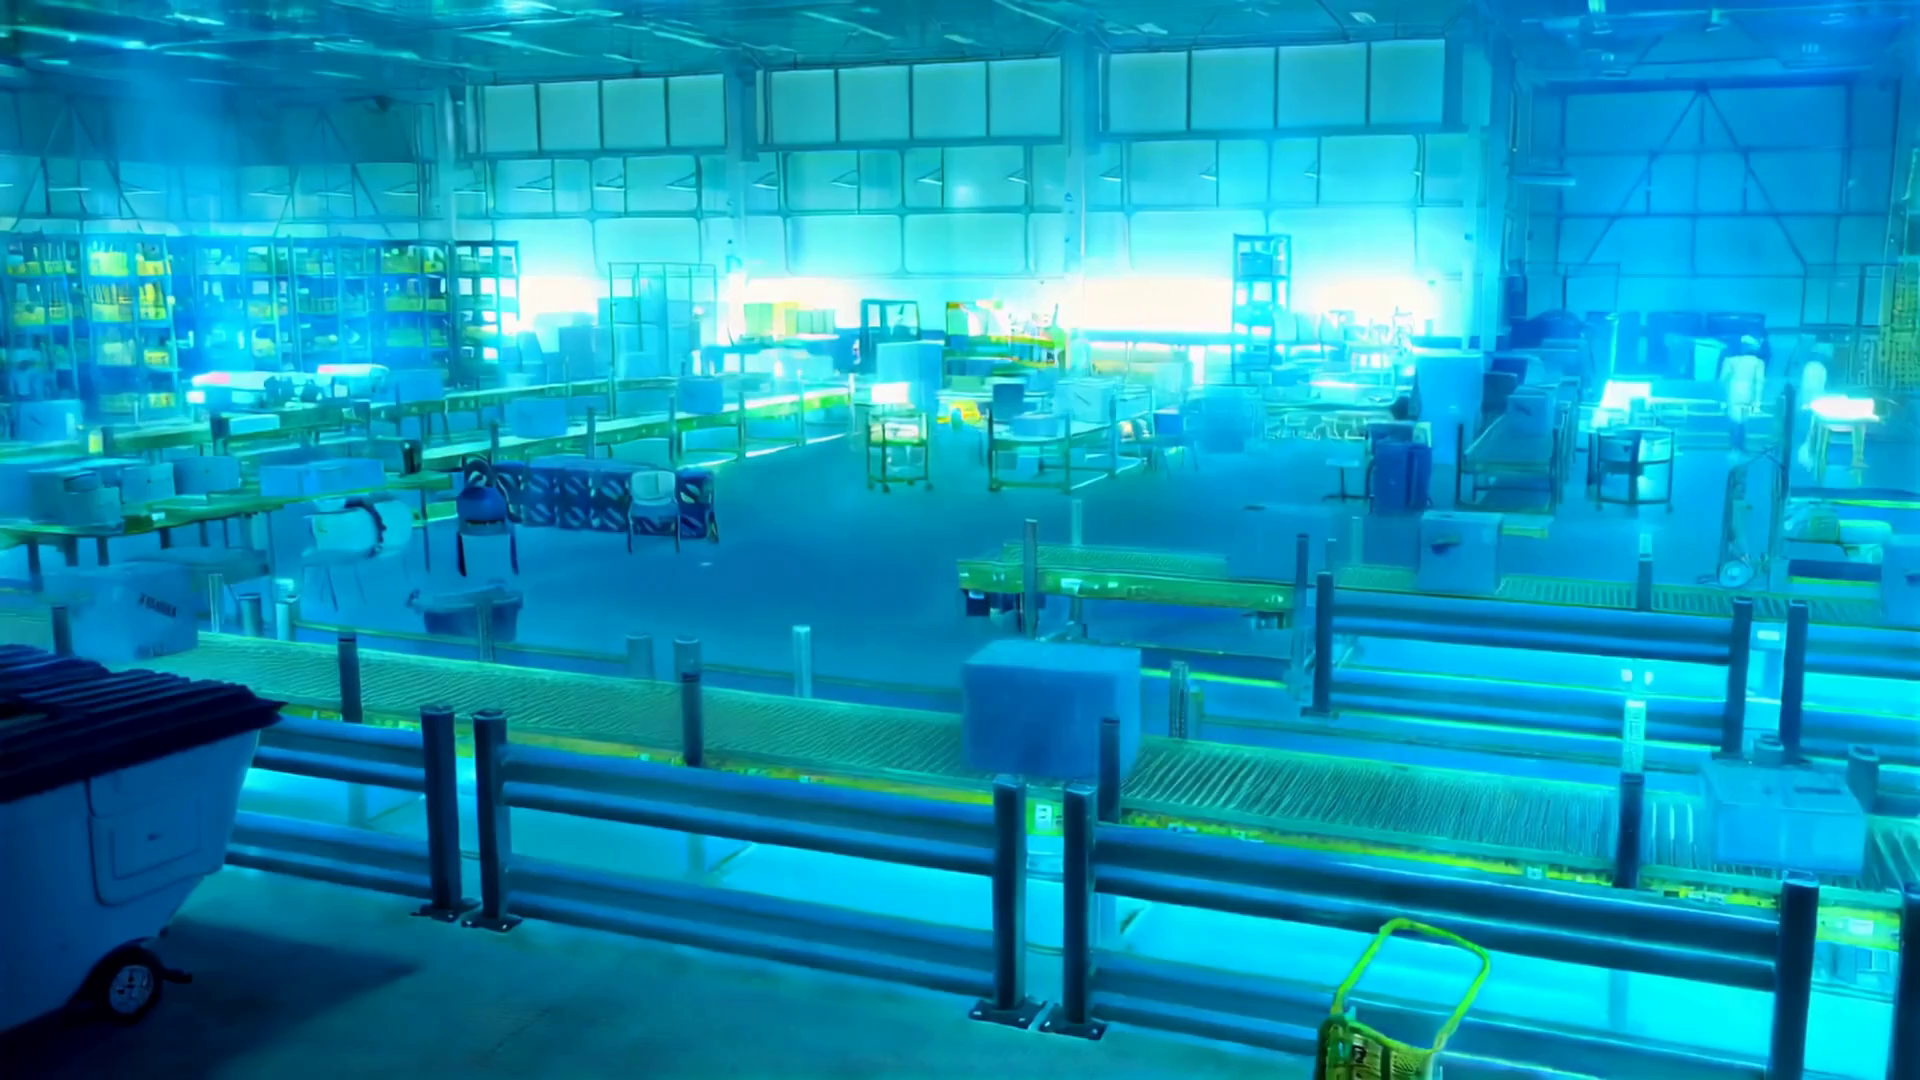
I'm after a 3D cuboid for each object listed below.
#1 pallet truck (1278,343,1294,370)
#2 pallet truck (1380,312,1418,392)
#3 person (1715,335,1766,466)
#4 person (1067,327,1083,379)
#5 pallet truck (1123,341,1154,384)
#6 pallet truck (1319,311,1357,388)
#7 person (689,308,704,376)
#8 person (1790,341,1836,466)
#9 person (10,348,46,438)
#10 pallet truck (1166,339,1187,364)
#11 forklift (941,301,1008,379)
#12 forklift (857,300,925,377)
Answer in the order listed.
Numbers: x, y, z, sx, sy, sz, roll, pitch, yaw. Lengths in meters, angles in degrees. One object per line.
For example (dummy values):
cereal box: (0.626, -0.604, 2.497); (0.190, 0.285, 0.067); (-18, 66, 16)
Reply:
pallet truck: (7.886, -4.163, 39.743); (0.653, 1.274, 1.630); (4, 10, 22)
pallet truck: (10.207, -4.283, 38.369); (0.823, 1.965, 1.885); (3, 10, 20)
person: (11.899, -2.135, 25.381); (0.613, 1.979, 1.057); (1, 9, 3)
person: (2.524, -3.702, 35.629); (0.786, 1.743, 0.529); (-2, 10, -13)
pallet truck: (4.445, -4.380, 41.279); (0.680, 1.201, 1.601); (4, 10, 22)
pallet truck: (9.071, -4.419, 39.190); (0.823, 1.965, 1.885); (5, 10, 26)
person: (-6.403, -4.641, 40.535); (0.372, 1.997, 0.621); (-4, 10, -23)
person: (12.886, -2.051, 25.105); (0.456, 1.905, 0.592); (1, 9, 6)
person: (-14.173, -2.010, 25.220); (0.602, 1.786, 0.901); (1, 9, 8)
pallet truck: (5.418, -4.269, 40.420); (0.704, 1.261, 1.522); (3, 10, 20)
forklift: (0.365, -4.966, 41.571); (1.157, 1.987, 2.680); (3, 10, 20)
forklift: (-1.732, -5.109, 42.468); (1.157, 1.987, 2.680); (4, 10, 22)
